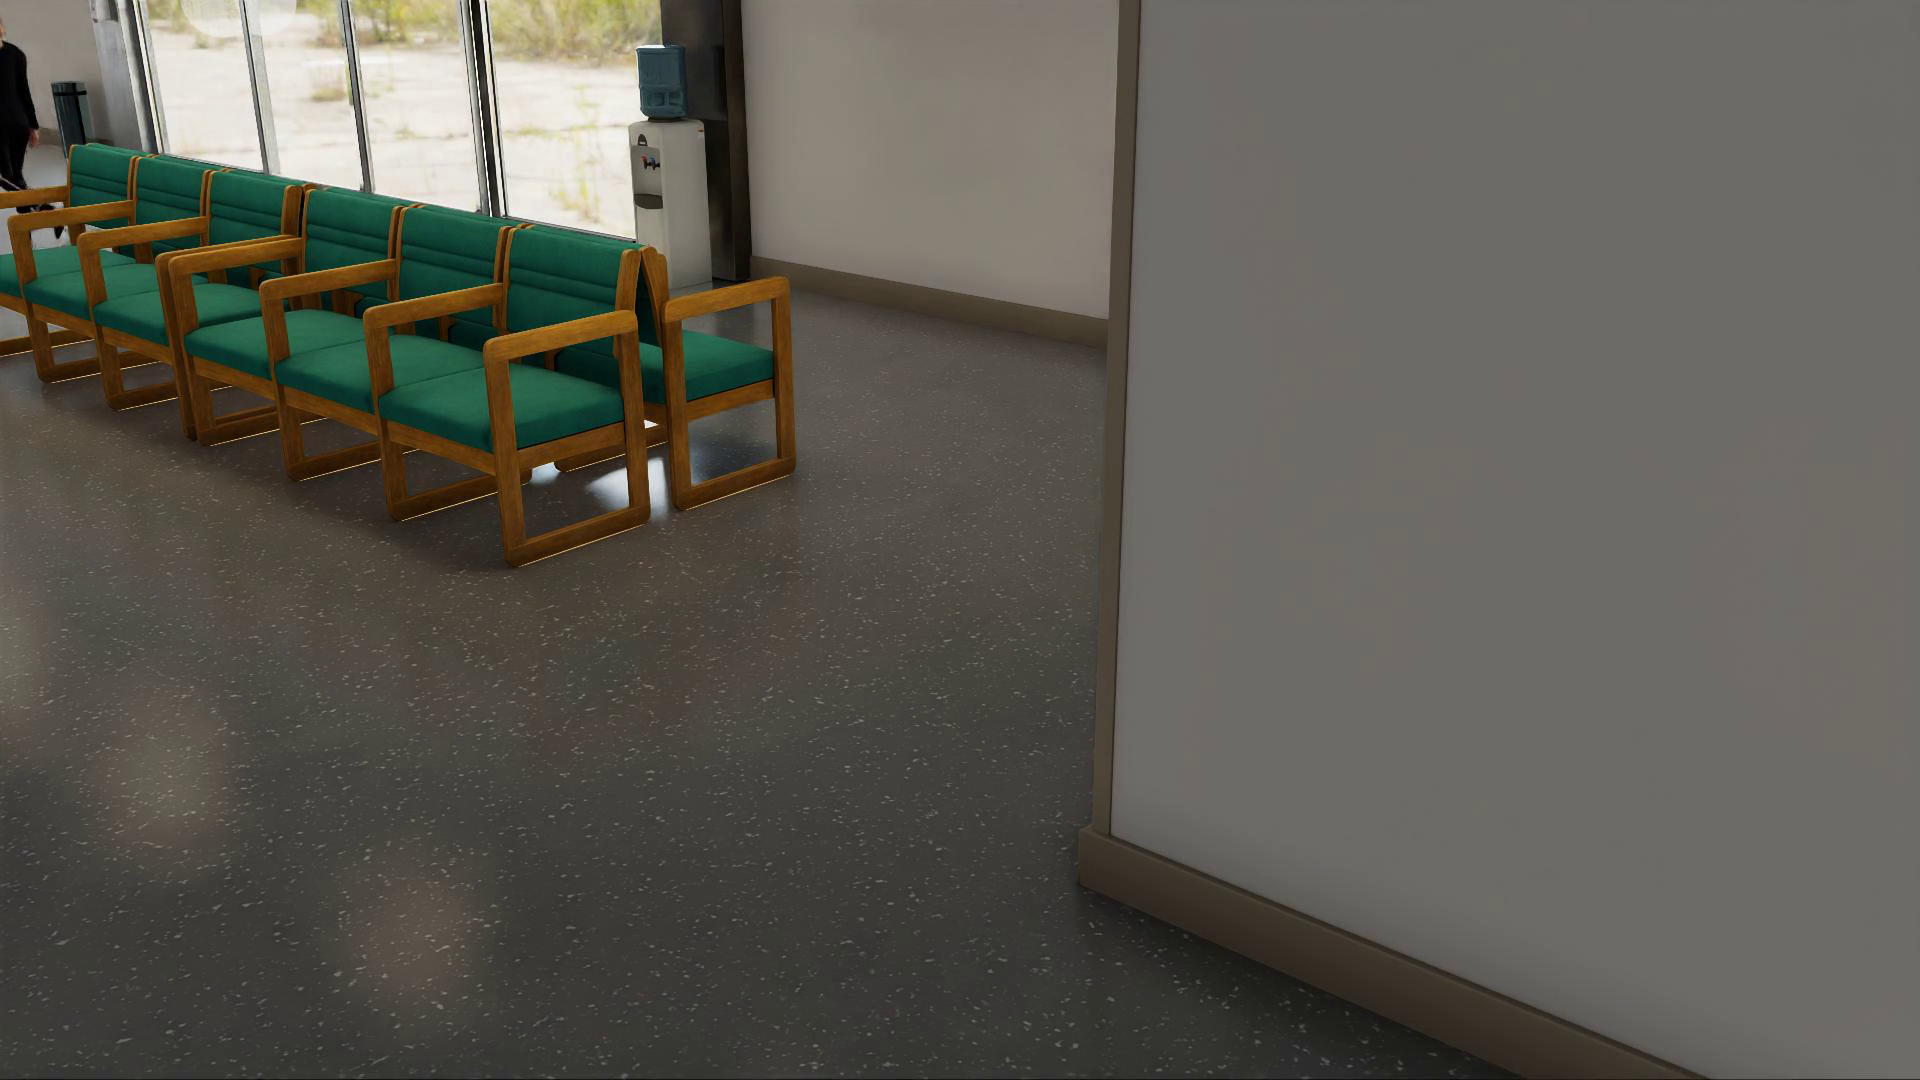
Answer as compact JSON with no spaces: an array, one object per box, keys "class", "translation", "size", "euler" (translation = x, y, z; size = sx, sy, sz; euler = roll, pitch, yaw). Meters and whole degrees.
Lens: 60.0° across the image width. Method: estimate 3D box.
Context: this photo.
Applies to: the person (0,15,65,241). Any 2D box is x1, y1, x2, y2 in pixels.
[{"class":"person","translation":[-6.552,-2.812,11.492],"size":[0.812,1.685,0.928],"euler":[10,23,26]}]
